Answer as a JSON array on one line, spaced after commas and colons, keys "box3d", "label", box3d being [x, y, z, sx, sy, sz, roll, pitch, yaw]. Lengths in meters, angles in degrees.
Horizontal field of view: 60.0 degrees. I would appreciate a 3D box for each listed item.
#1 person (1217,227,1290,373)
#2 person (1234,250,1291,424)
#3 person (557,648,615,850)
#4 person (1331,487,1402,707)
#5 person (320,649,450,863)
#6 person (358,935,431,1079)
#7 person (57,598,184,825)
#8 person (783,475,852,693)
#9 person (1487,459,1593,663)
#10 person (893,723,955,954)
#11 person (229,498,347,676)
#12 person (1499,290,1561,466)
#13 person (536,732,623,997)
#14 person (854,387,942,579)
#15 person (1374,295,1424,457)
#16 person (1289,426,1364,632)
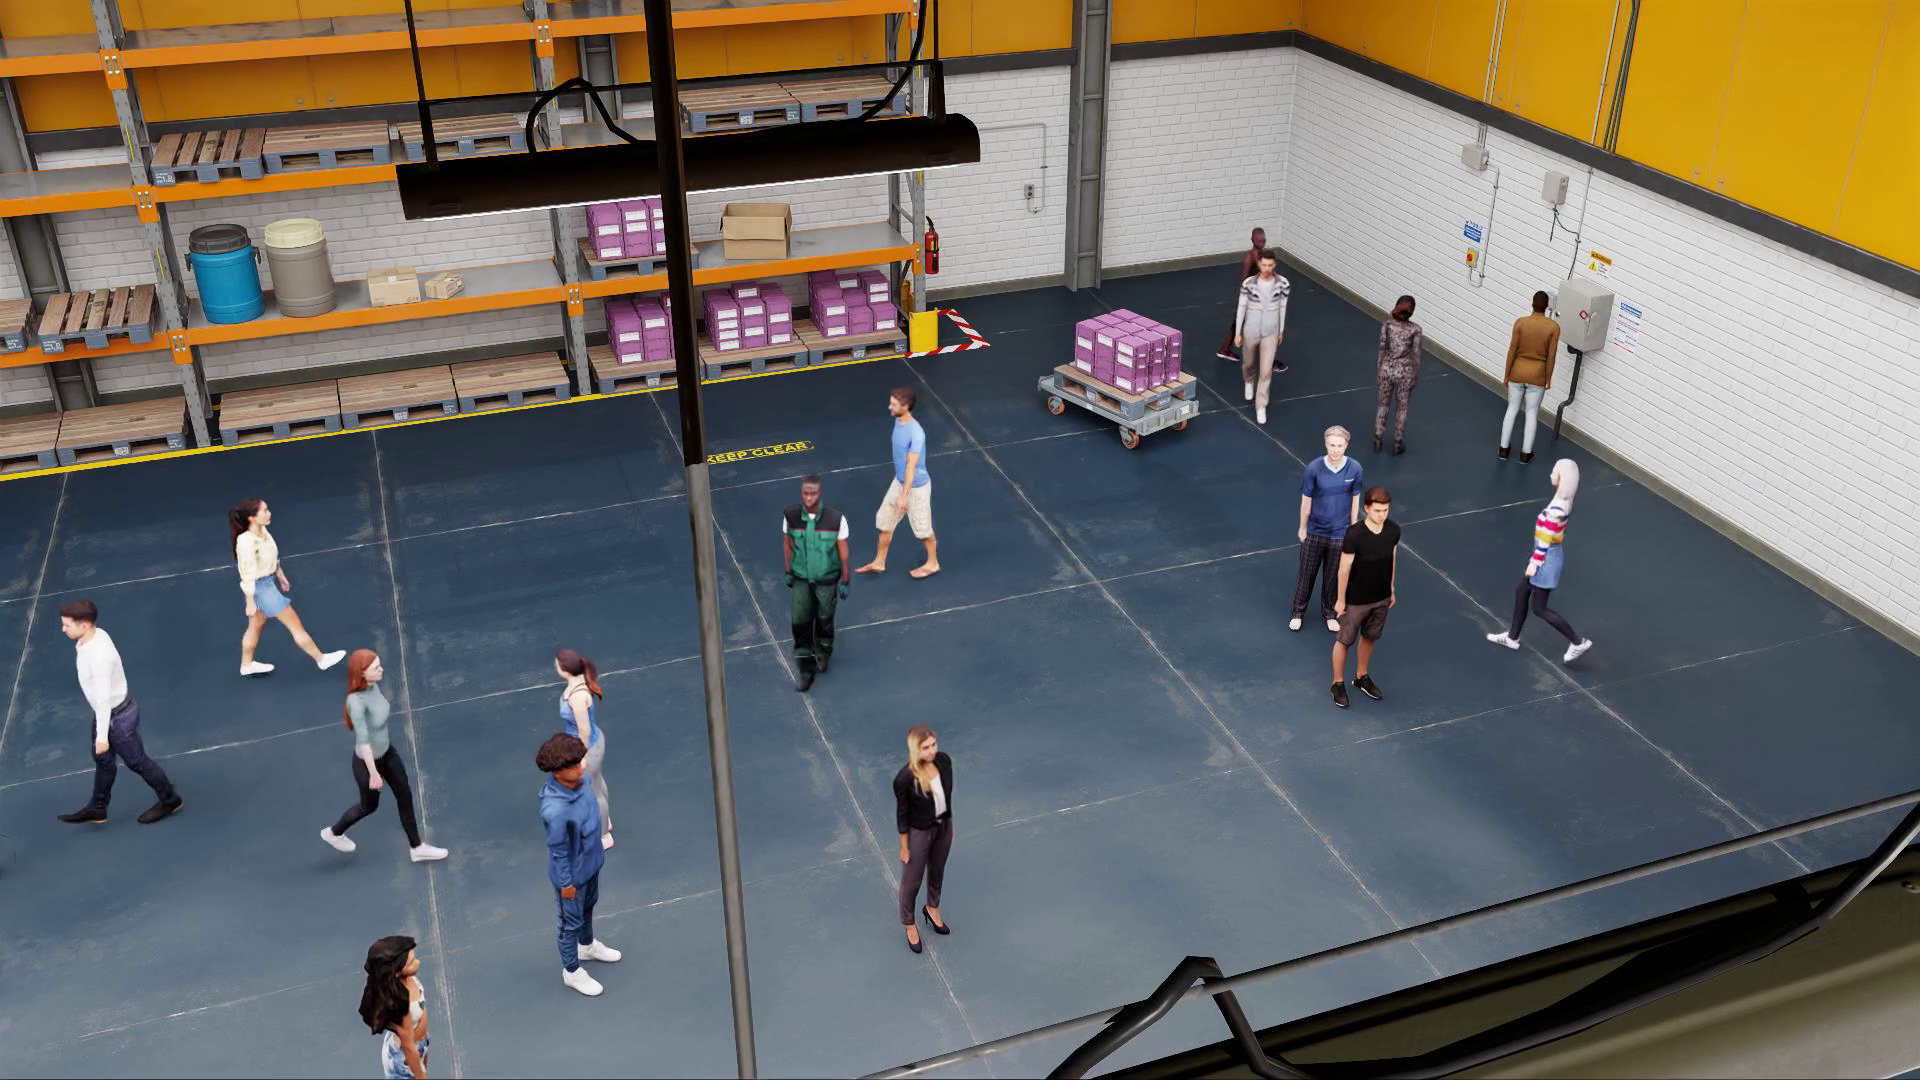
[{"box3d": [3.256, -2.744, 19.009, 1.160, 1.705, 1.232, 19, 34, 30], "label": "person"}, {"box3d": [3.258, -2.286, 18.031, 1.232, 1.835, 1.122, 4, 29, 8], "label": "person"}, {"box3d": [-2.575, 1.423, 11.469, 0.592, 1.609, 0.602, -4, 29, -8], "label": "person"}, {"box3d": [3.189, 0.412, 13.059, 0.486, 1.861, 0.738, -10, 30, -17], "label": "person"}, {"box3d": [-4.023, 1.501, 11.214, 1.179, 1.717, 0.884, 0, 29, -1], "label": "person"}, {"box3d": [-2.971, 2.780, 8.970, 0.567, 1.621, 0.555, -9, 30, -15], "label": "person"}, {"box3d": [-5.823, 1.201, 11.626, 1.078, 1.849, 0.773, -15, 32, -26], "label": "person"}, {"box3d": [-1.143, 0.258, 13.386, 0.986, 1.818, 0.986, 2, 29, 4], "label": "person"}, {"box3d": [4.850, 0.200, 13.525, 1.136, 1.787, 1.076, 13, 31, 22], "label": "person"}, {"box3d": [-0.226, 1.875, 10.575, 0.590, 1.671, 0.729, -23, 36, -36], "label": "person"}, {"box3d": [-5.671, 0.430, 13.318, 1.102, 1.581, 0.713, -7, 29, -12], "label": "person"}, {"box3d": [5.782, -1.664, 16.917, 0.704, 1.811, 0.758, 14, 31, 23], "label": "person"}, {"box3d": [-2.375, 1.966, 10.265, 0.758, 1.809, 0.756, 6, 29, 11], "label": "person"}, {"box3d": [-0.356, -0.503, 14.760, 1.030, 1.839, 0.734, -15, 32, -25], "label": "person"}, {"box3d": [4.483, -1.701, 17.085, 0.673, 1.715, 0.731, 13, 31, 23], "label": "person"}, {"box3d": [3.081, -0.099, 13.985, 0.624, 1.872, 0.792, 1, 29, 2], "label": "person"}]
